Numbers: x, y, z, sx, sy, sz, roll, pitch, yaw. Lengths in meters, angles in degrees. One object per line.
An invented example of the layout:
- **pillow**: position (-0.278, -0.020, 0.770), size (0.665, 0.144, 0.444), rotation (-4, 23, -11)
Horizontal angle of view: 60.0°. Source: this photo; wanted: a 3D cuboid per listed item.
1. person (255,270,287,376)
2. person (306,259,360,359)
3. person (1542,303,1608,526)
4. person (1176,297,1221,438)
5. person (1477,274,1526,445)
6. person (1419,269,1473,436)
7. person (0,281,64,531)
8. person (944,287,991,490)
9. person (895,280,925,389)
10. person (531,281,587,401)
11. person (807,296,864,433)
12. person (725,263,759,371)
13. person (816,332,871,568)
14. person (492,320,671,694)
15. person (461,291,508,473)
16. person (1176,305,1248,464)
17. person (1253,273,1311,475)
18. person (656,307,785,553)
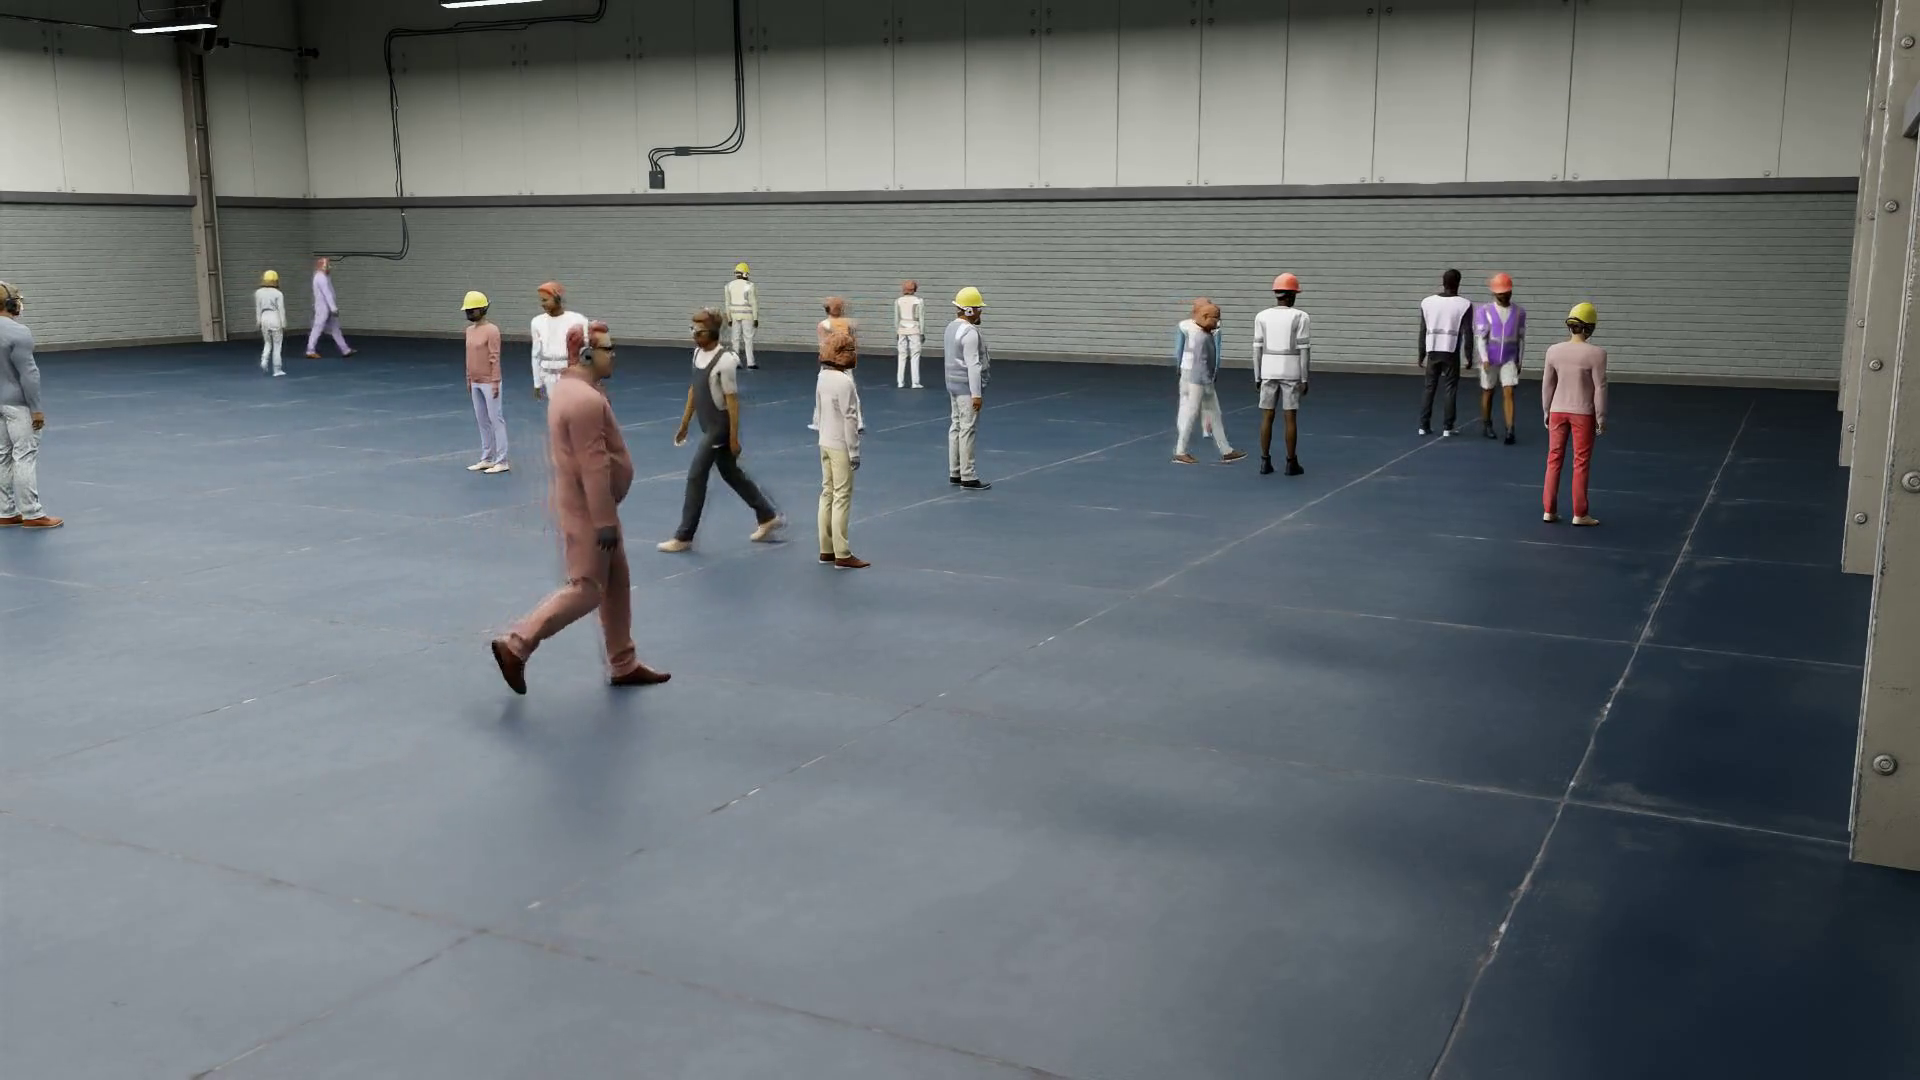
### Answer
- **person**: position (-11.276, -3.553, 27.271), size (0.499, 1.727, 0.383), rotation (2, 11, 10)
- **person**: position (-11.801, -4.312, 31.055), size (0.986, 1.853, 0.656), rotation (-4, 11, -22)
- **person**: position (4.889, -0.994, 13.217), size (0.324, 1.767, 0.533), rotation (-9, 14, -41)
- **person**: position (2.660, -1.912, 18.633), size (0.521, 1.611, 0.768), rotation (3, 11, 15)
- **person**: position (6.007, -2.010, 18.496), size (0.537, 1.877, 1.022), rotation (2, 11, 9)
- **person**: position (5.565, -2.134, 19.102), size (0.611, 1.888, 0.416), rotation (7, 12, 33)
- **person**: position (-7.376, -1.036, 12.973), size (0.630, 1.940, 0.370), rotation (5, 12, 26)
- **person**: position (0.073, -1.370, 15.083), size (0.404, 1.830, 0.603), rotation (-4, 11, -20)
- **person**: position (-0.757, -3.084, 24.994), size (0.515, 1.631, 0.316), rotation (6, 12, 29)
- **person**: position (-3.754, -1.492, 15.635), size (0.598, 1.866, 0.411), rotation (3, 11, 14)
- **person**: position (-1.434, -2.038, 19.385), size (0.514, 1.596, 0.867), rotation (-8, 13, -38)
- **person**: position (-3.690, -3.789, 28.304), size (0.587, 1.822, 0.403), rotation (4, 11, 20)
- **person**: position (-0.831, -0.622, 11.543), size (0.279, 1.634, 0.499), rotation (-6, 12, -28)
- **person**: position (-1.909, -0.150, 8.302), size (0.808, 1.884, 0.643), rotation (-3, 11, -13)
- **person**: position (-4.637, -1.525, 16.136), size (0.521, 1.758, 0.342), rotation (9, 14, 40)
- **person**: position (2.534, -1.547, 16.679), size (0.755, 1.598, 0.517), rotation (4, 11, 20)
- **person**: position (3.095, -1.588, 15.993), size (0.548, 1.934, 0.375), rotation (5, 12, 27)
- **person**: position (-1.728, -0.812, 12.168), size (0.983, 1.794, 0.529), rotation (-5, 11, -25)
